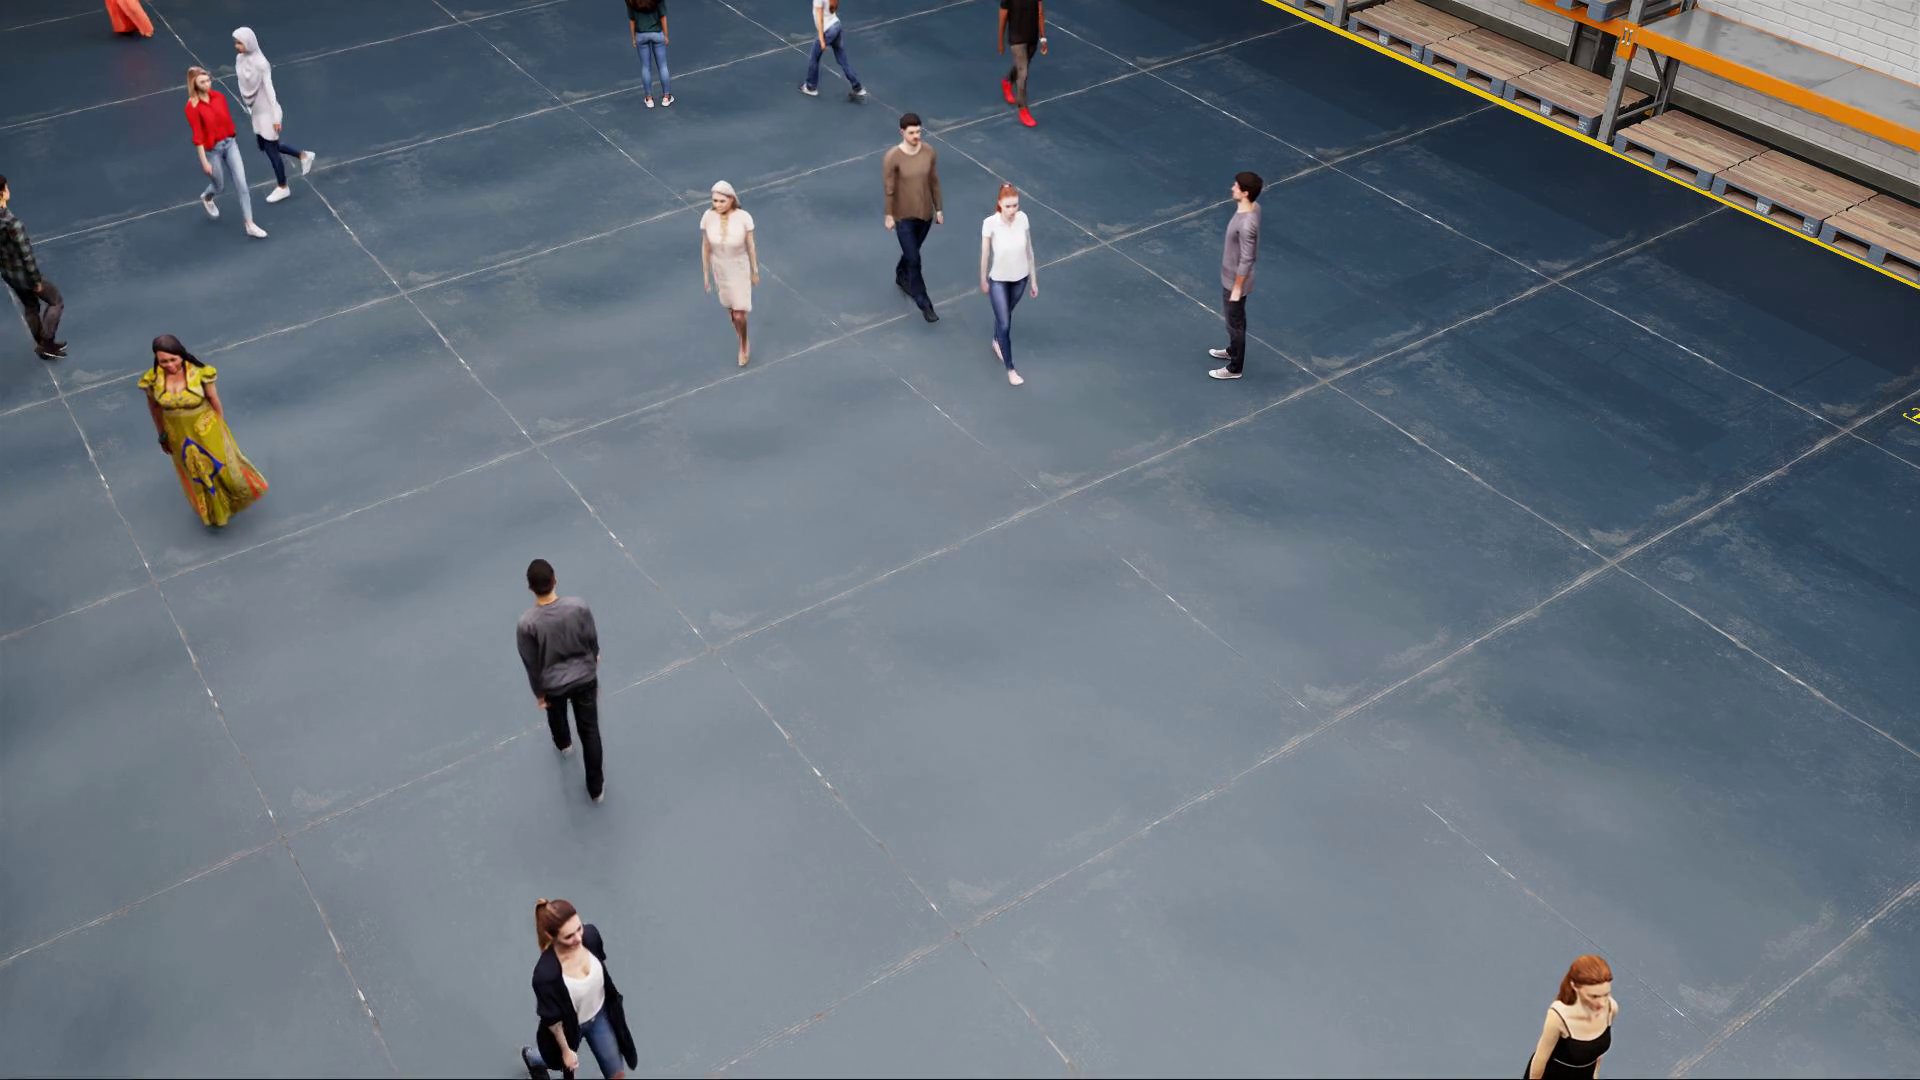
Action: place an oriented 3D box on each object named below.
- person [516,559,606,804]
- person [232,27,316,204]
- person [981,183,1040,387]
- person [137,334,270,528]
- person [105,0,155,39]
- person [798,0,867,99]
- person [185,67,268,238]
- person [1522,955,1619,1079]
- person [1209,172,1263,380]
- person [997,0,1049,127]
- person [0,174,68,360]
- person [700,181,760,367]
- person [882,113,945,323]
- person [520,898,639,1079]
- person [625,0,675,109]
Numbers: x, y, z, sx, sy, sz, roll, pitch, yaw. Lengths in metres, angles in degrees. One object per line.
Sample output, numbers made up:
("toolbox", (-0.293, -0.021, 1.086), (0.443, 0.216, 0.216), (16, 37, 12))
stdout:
("person", (-2.365, 0.902, 10.080), (0.787, 1.731, 1.043), (-12, 40, -15))
("person", (-6.820, -4.257, 16.519), (0.892, 1.758, 0.818), (28, 46, 30))
("person", (0.369, -2.224, 14.022), (0.708, 1.698, 1.114), (-16, 41, -19))
("person", (-5.684, -0.855, 12.349), (0.908, 1.646, 0.914), (-11, 40, -14))
("person", (-10.132, -6.858, 19.755), (0.889, 1.783, 0.699), (-26, 45, -29))
("person", (-1.388, -5.599, 18.383), (1.136, 1.529, 0.830), (22, 43, 25))
("person", (-7.123, -3.715, 15.899), (1.116, 1.683, 0.881), (21, 43, 24))
("person", (2.905, 2.578, 8.066), (0.622, 1.625, 0.643), (-13, 40, -15))
("person", (2.337, -2.216, 13.886), (0.789, 1.853, 0.737), (7, 39, 9))
("person", (0.636, -5.473, 18.023), (0.698, 1.781, 1.170), (-20, 43, -23))
("person", (-8.015, -2.260, 14.083), (0.767, 1.703, 0.836), (15, 41, 18))
("person", (-1.912, -2.265, 14.053), (0.736, 1.722, 0.795), (5, 39, 7))
("person", (-0.450, -2.927, 14.789), (0.743, 1.839, 1.171), (-19, 42, -22))
("person", (-1.982, 2.364, 8.312), (1.173, 1.653, 0.855), (26, 45, 28))
("person", (-3.409, -5.556, 18.259), (0.705, 1.617, 0.738), (-4, 39, -5))
